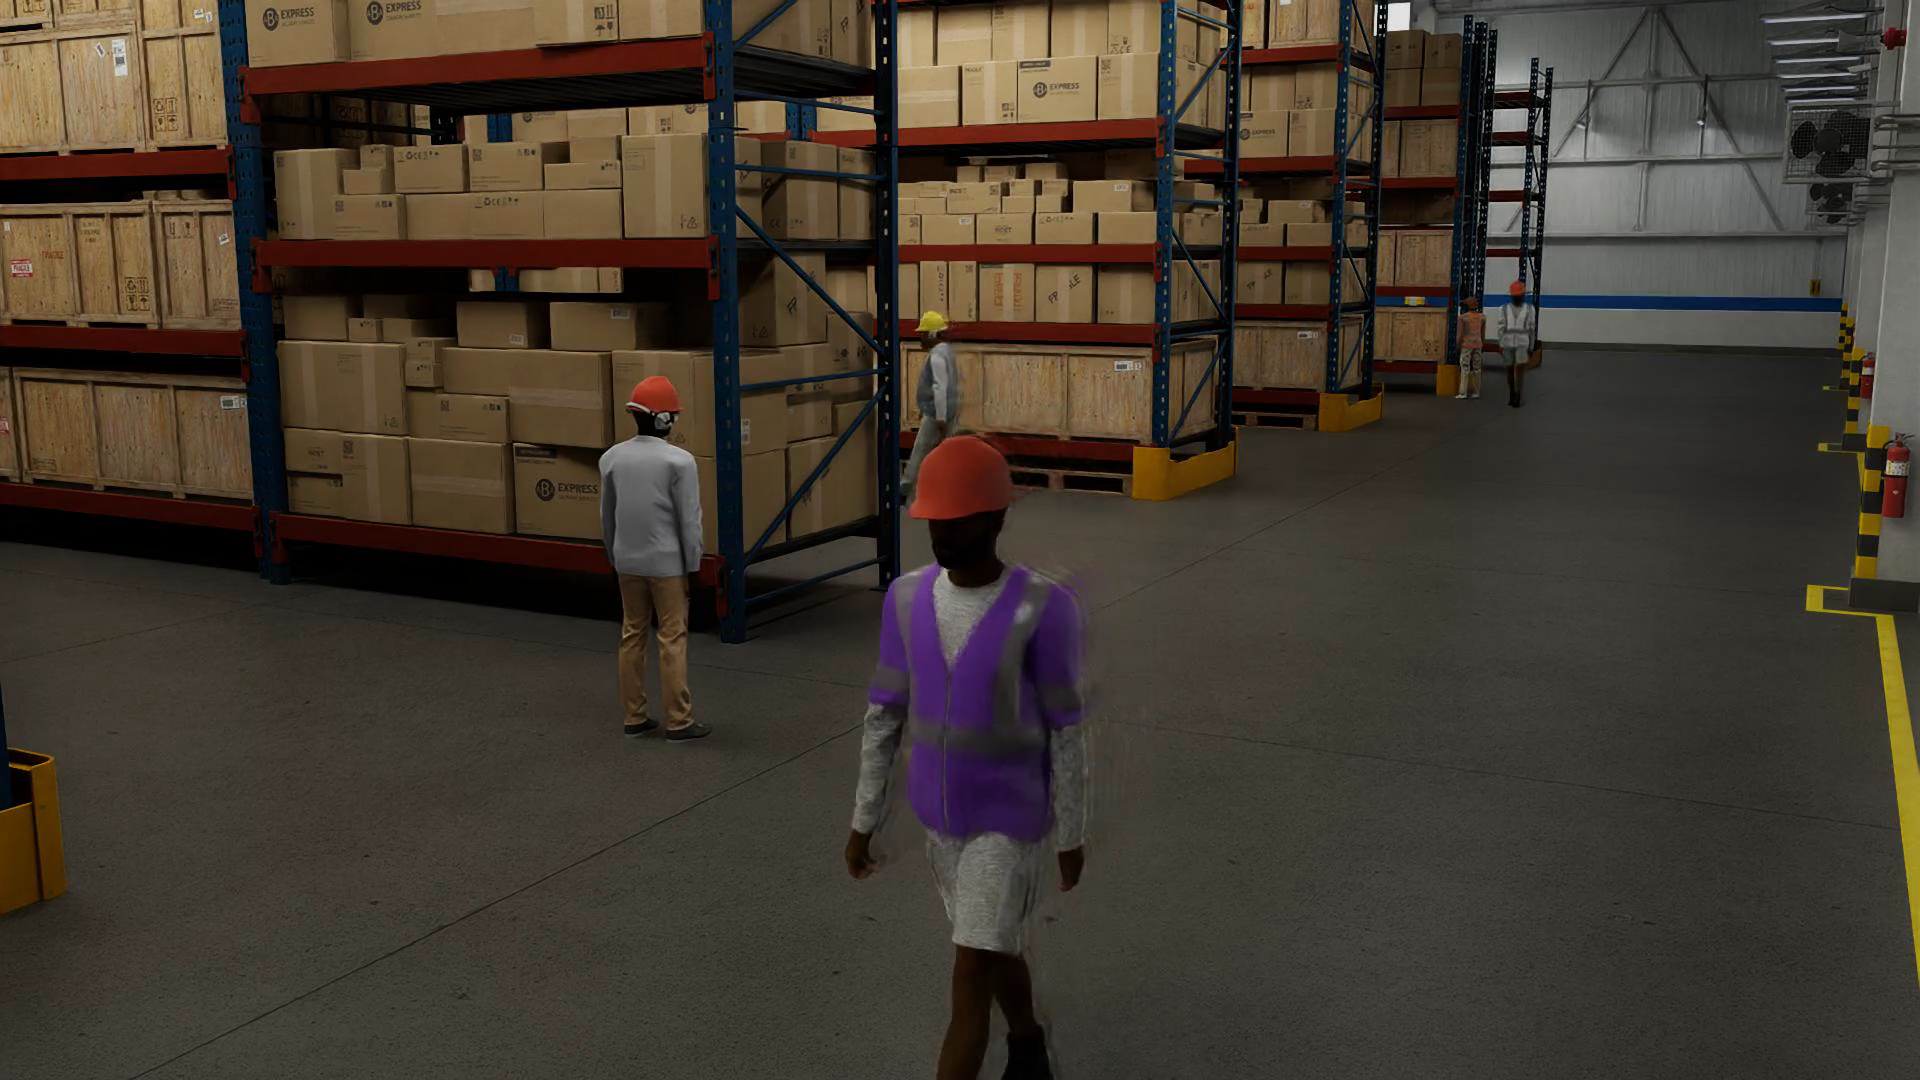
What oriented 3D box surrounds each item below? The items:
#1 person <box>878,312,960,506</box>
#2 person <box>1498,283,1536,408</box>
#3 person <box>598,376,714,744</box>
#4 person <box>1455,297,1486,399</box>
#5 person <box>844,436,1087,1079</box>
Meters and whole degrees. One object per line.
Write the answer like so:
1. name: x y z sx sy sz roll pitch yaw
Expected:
1. person: -0.280 -1.196 15.327 0.933 1.784 0.609 2 10 11
2. person: 8.411 -2.942 25.182 0.538 1.879 0.975 5 11 25
3. person: -1.451 0.093 7.965 0.564 1.752 0.340 5 11 28
4. person: 8.149 -3.059 26.548 0.510 1.639 0.308 -3 10 -16
5. person: -0.013 0.686 4.146 0.563 1.879 1.008 7 12 34
